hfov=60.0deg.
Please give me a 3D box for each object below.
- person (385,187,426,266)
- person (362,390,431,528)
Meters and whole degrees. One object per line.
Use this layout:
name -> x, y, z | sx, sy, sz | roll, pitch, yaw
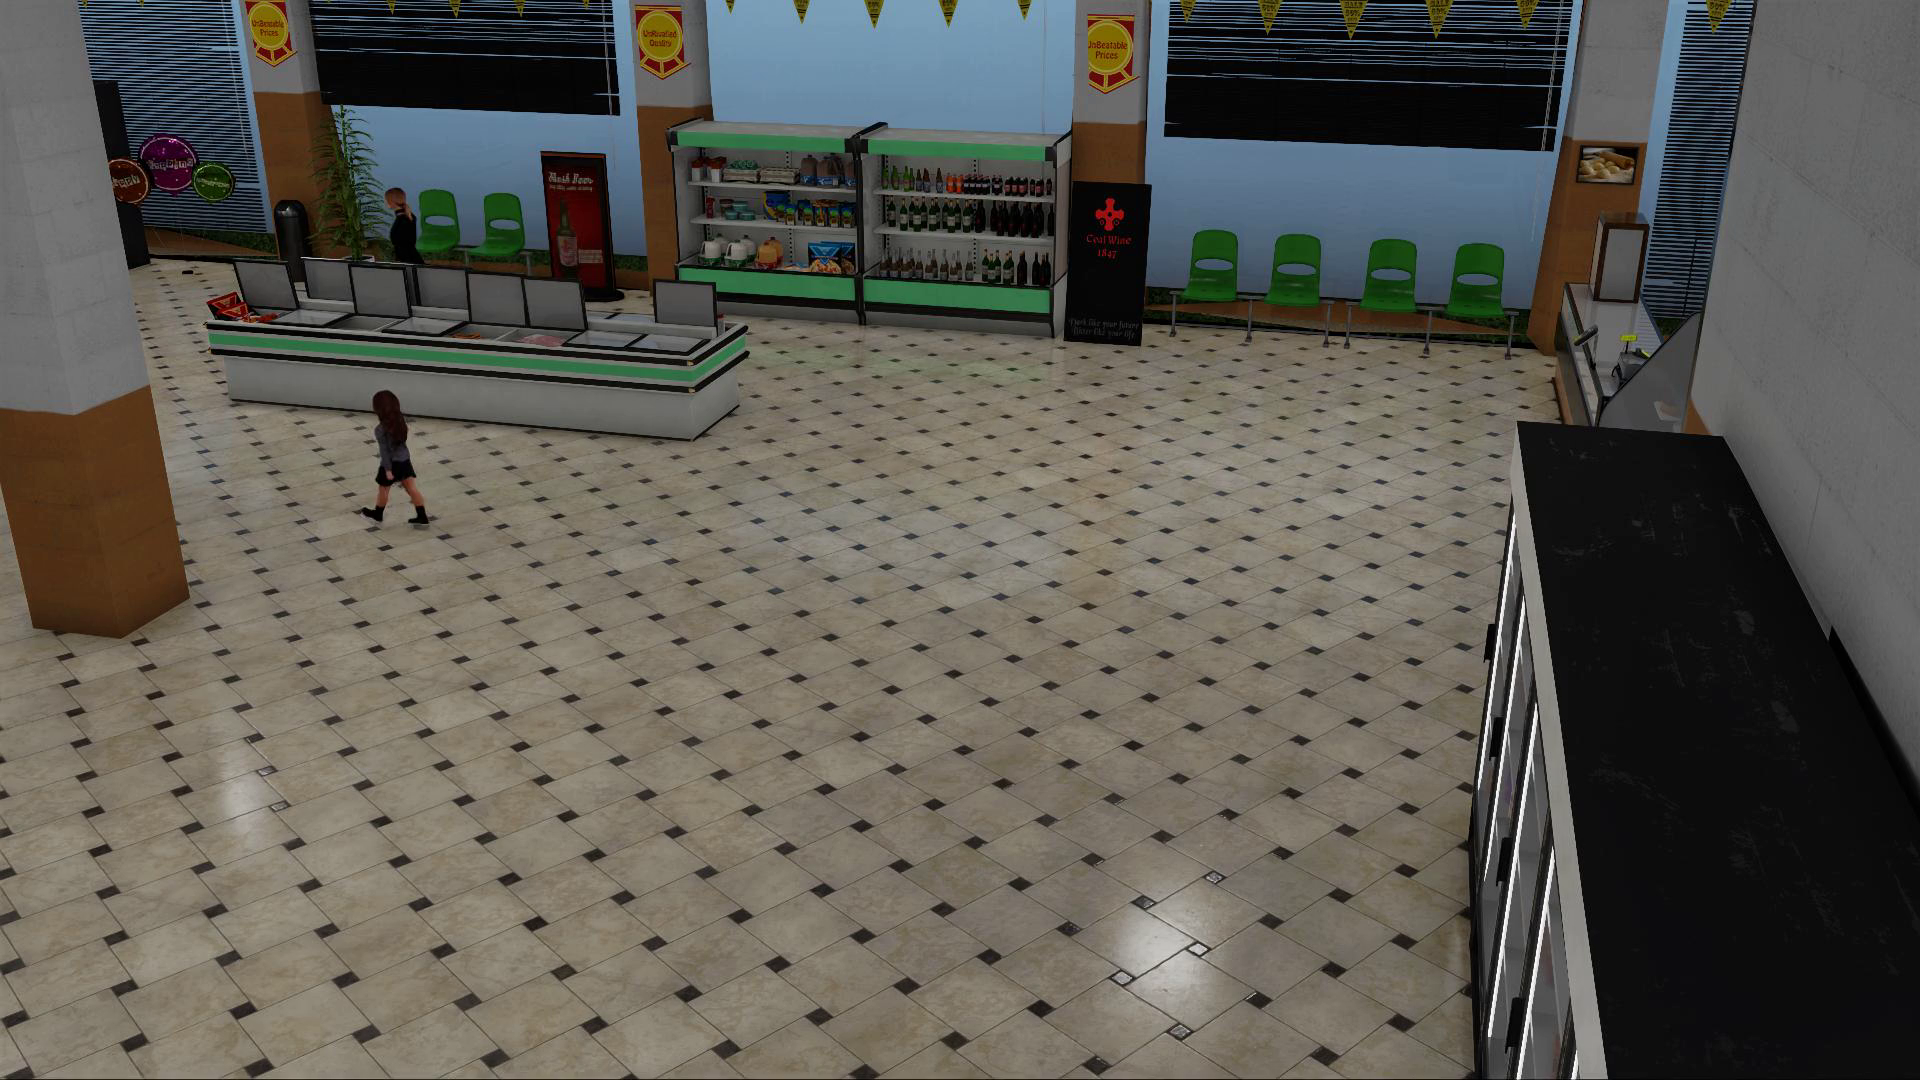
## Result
person -> -5.602, -2.746, 17.172 | 1.122, 1.731, 0.631 | 4, 22, 9
person -> -4.267, -0.593, 12.694 | 0.780, 1.075, 0.514 | 7, 23, 17
